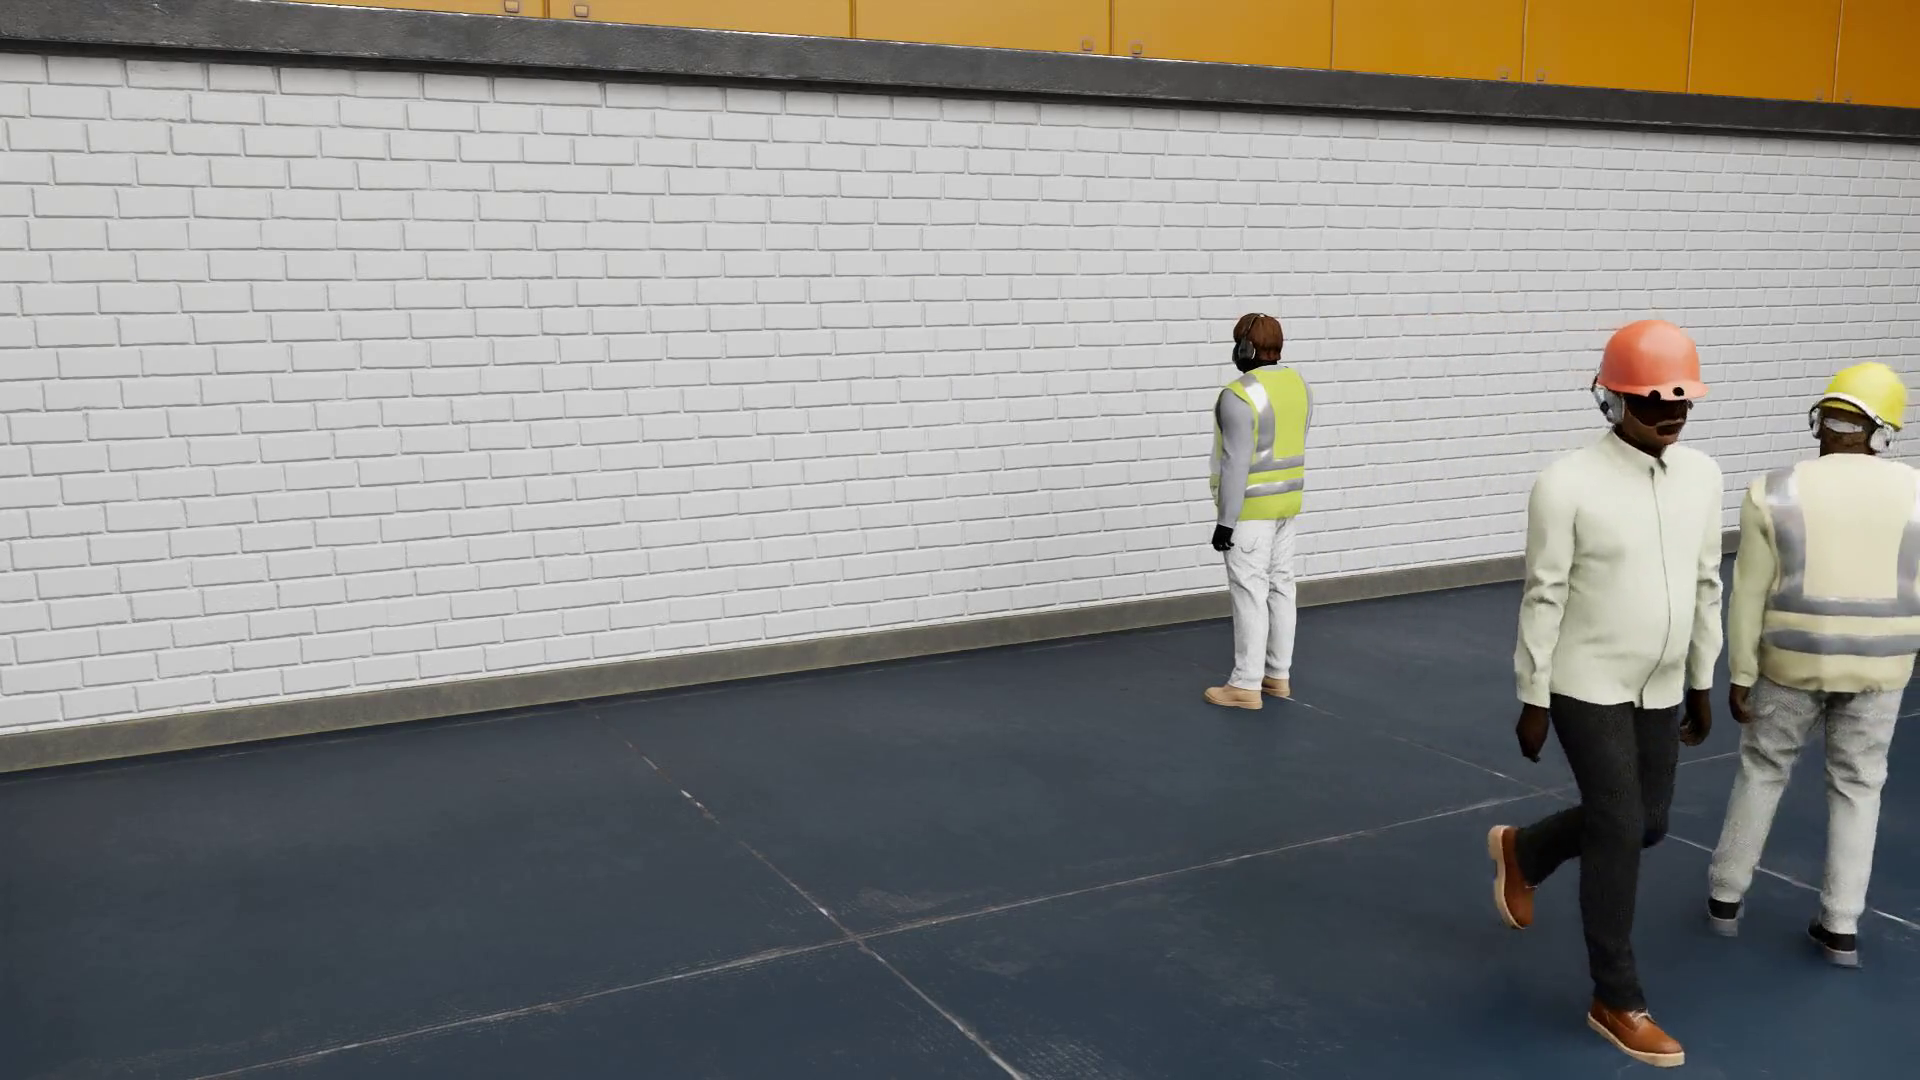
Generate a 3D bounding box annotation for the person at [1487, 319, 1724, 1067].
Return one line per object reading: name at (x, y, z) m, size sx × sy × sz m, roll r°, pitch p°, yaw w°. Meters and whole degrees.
person at (1.747, 0.366, 4.601) m, size 0.607 × 1.961 × 0.811 m, roll -4°, pitch 11°, yaw -23°

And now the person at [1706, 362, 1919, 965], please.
person at (2.633, 0.365, 5.039) m, size 0.607 × 1.793 × 0.519 m, roll 3°, pitch 10°, yaw 19°

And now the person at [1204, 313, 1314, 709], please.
person at (1.376, -0.134, 7.786) m, size 0.430 × 1.845 × 0.624 m, roll 9°, pitch 13°, yaw 43°
